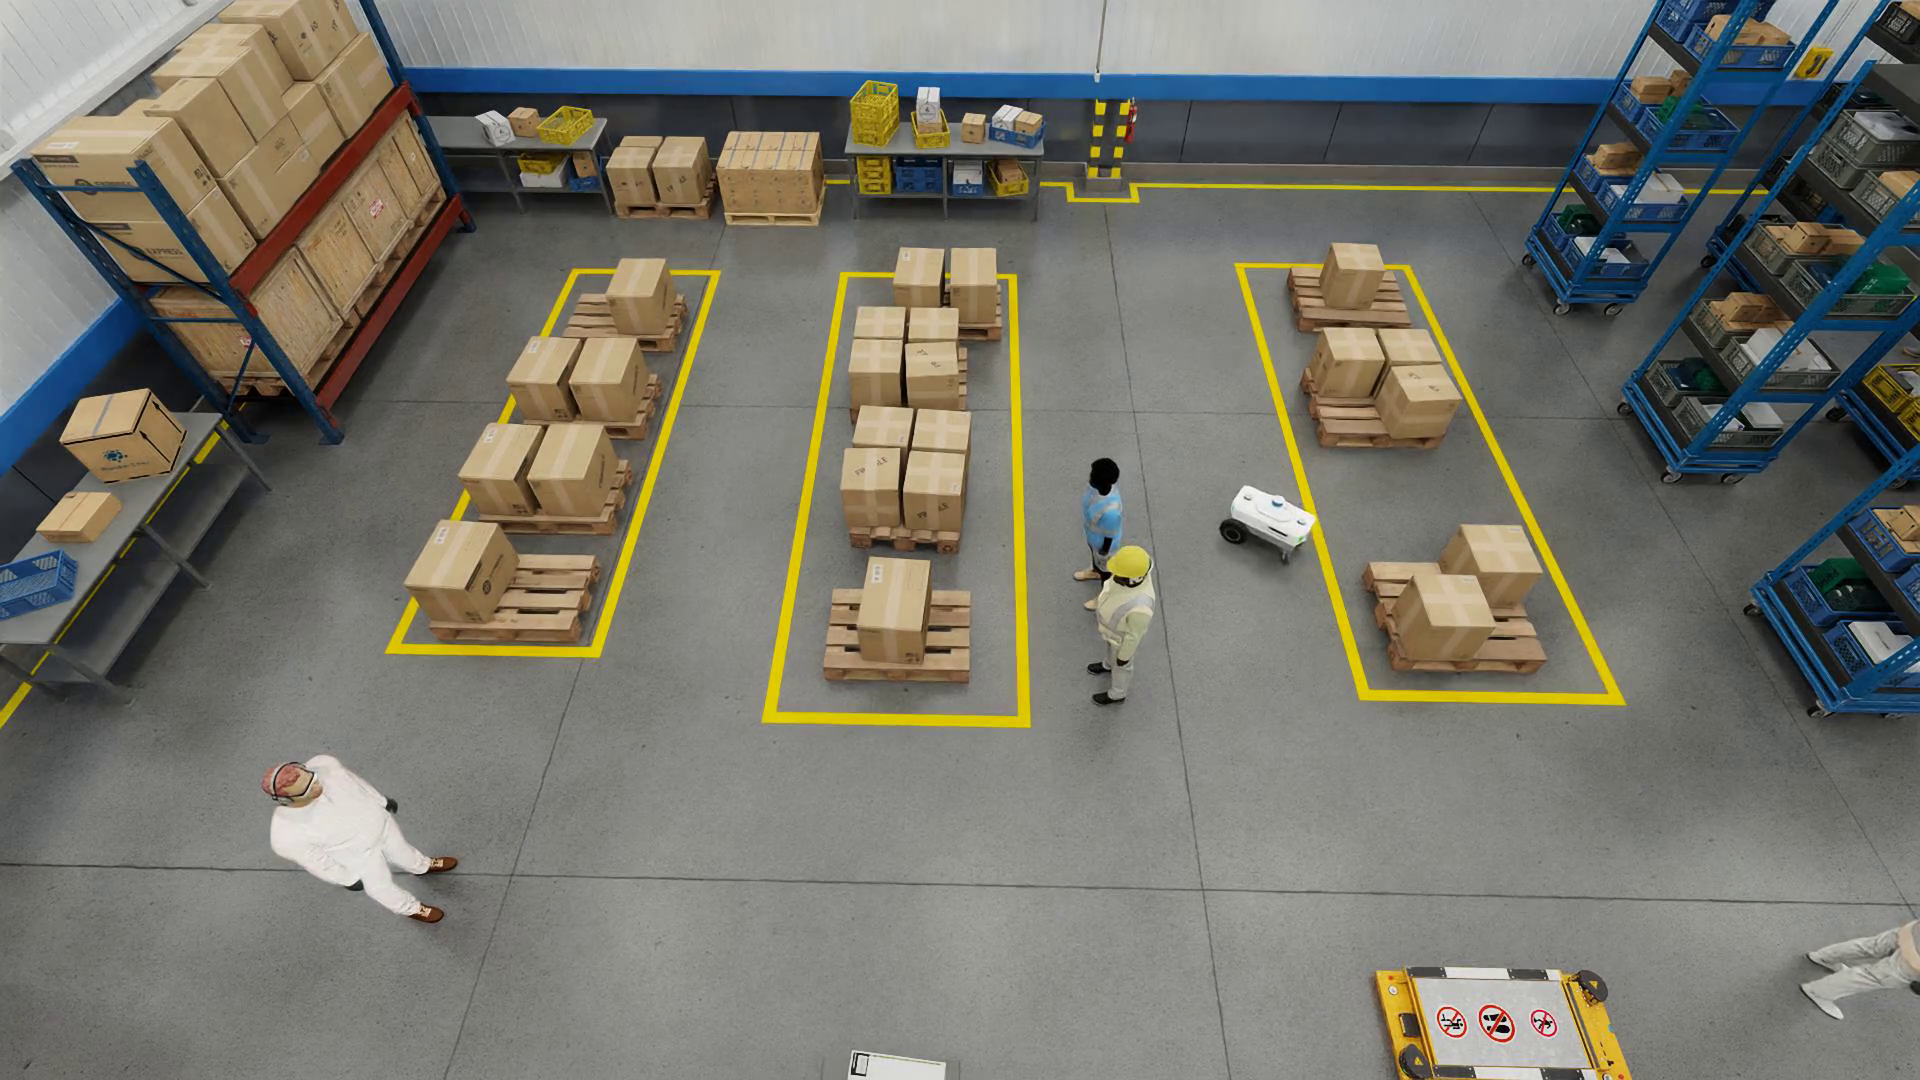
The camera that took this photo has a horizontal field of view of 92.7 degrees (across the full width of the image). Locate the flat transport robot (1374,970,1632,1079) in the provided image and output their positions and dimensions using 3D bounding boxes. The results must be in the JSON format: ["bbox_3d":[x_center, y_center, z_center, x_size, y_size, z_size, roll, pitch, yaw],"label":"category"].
[{"bbox_3d":[3.501,3.133,5.914,1.431,0.197,0.652,1,51,1],"label":"flat transport robot"}]

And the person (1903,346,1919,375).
[{"bbox_3d":[10.735,-2.570,9.460,0.393,1.991,0.626,18,53,14],"label":"person"}]

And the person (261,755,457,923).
[{"bbox_3d":[-3.819,1.908,5.866,0.409,1.908,0.639,-3,51,-2],"label":"person"}]

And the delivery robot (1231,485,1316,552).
[{"bbox_3d":[2.860,-0.214,8.402,0.707,0.478,0.477,28,56,21],"label":"delivery robot"}]

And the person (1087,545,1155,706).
[{"bbox_3d":[1.217,0.646,6.948,0.404,1.824,0.597,-2,51,-2],"label":"person"}]

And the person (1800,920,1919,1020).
[{"bbox_3d":[5.868,2.506,5.558,0.322,1.627,0.528,32,58,24],"label":"person"}]

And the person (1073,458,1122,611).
[{"bbox_3d":[1.158,-0.061,7.613,0.325,1.686,0.547,-9,51,-7],"label":"person"}]
